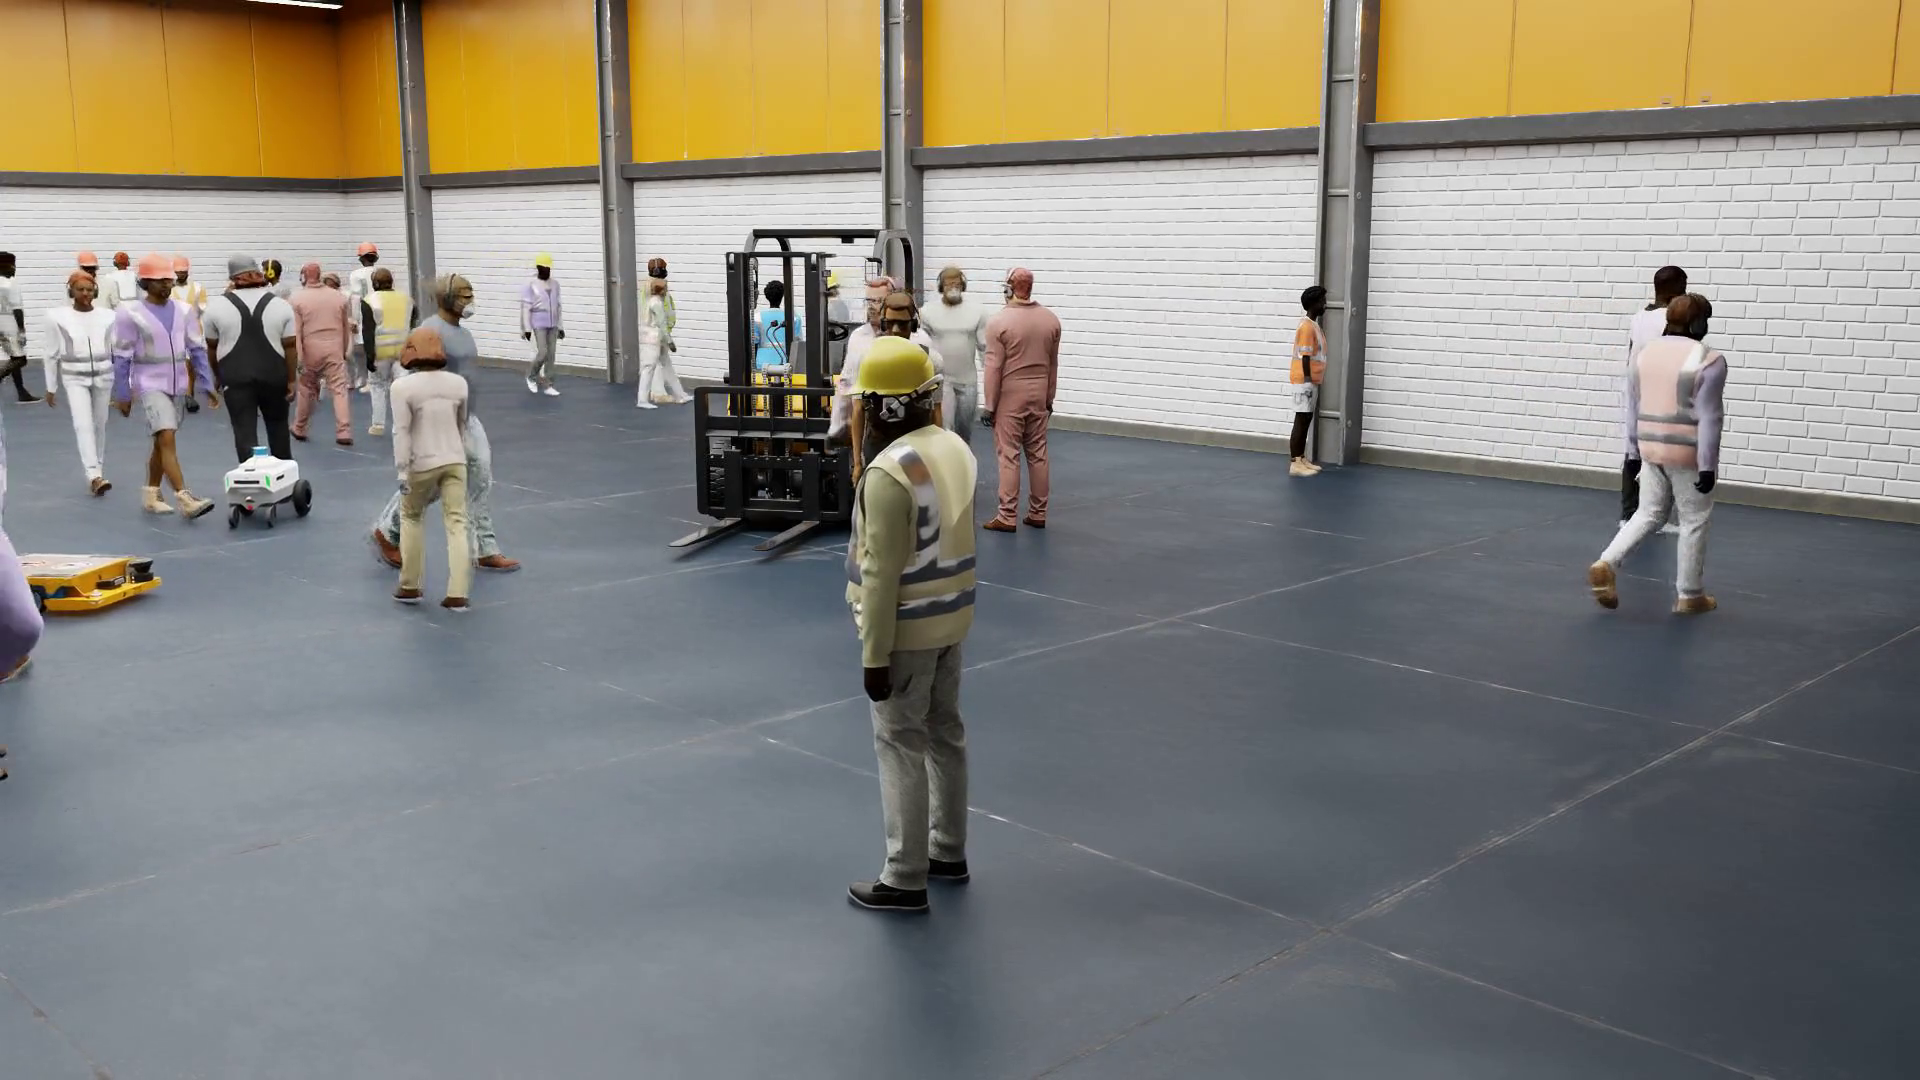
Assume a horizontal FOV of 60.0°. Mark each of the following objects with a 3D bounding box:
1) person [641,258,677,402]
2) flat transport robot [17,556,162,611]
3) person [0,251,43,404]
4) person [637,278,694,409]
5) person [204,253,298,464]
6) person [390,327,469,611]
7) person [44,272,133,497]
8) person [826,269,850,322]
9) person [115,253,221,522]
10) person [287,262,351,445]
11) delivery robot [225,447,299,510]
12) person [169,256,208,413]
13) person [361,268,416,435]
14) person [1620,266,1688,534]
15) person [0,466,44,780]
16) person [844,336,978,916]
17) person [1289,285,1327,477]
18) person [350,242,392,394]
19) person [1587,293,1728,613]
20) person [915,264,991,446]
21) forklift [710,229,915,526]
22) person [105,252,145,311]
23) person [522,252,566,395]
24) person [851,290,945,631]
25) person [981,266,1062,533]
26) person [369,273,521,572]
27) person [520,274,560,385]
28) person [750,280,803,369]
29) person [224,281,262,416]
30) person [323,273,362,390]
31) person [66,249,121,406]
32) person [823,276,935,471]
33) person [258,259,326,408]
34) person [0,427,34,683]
[{"bbox_3d":[-3.859,-2.689,21.351,0.429,1.844,0.627,-3,11,-18],"label":"person"},{"bbox_3d":[-5.518,0.236,9.687,1.431,0.197,0.652,1,10,5],"label":"flat transport robot"},{"bbox_3d":[-11.985,-2.649,20.870,0.609,1.937,0.737,6,12,30],"label":"person"},{"bbox_3d":[-3.618,-2.412,20.477,0.807,1.605,0.518,-2,11,-12],"label":"person"},{"bbox_3d":[-5.781,-1.367,13.596,0.687,2.000,0.959,-5,12,-25],"label":"person"},{"bbox_3d":[-3.063,-0.410,9.550,0.495,1.604,0.691,-9,14,-41],"label":"person"},{"bbox_3d":[-7.188,-1.290,13.755,0.615,1.825,0.999,-9,14,-42],"label":"person"},{"bbox_3d":[-1.274,-1.847,16.898,0.902,1.796,0.604,5,11,24],"label":"person"},{"bbox_3d":[-5.914,-1.138,12.469,1.017,1.988,0.622,6,12,28],"label":"person"},{"bbox_3d":[-6.583,-1.908,17.071,0.663,1.854,1.004,-9,14,-40],"label":"person"},{"bbox_3d":[-5.204,-0.453,12.410,0.477,0.478,0.707,-1,10,-4],"label":"delivery robot"},{"bbox_3d":[-9.400,-2.503,20.220,0.565,1.883,0.984,-7,13,-34],"label":"person"},{"bbox_3d":[-5.990,-1.973,17.587,0.878,1.802,0.643,10,14,42],"label":"person"},{"bbox_3d":[5.001,-1.008,11.990,0.394,1.915,0.587,-1,10,-7],"label":"person"},{"bbox_3d":[-3.899,0.019,6.459,0.445,1.884,0.666,1,10,7],"label":"person"},{"bbox_3d":[-0.163,0.272,5.268,0.403,1.825,0.596,5,12,26],"label":"person"},{"bbox_3d":[3.099,-1.413,14.812,0.320,1.694,0.531,4,11,19],"label":"person"},{"bbox_3d":[-7.956,-2.997,22.477,0.378,2.041,0.616,8,13,38],"label":"person"},{"bbox_3d":[3.952,-0.468,9.308,0.770,1.821,0.631,-5,11,-24],"label":"person"},{"bbox_3d":[-0.061,-1.311,13.690,0.641,1.911,0.916,-1,10,-8],"label":"person"},{"bbox_3d":[-1.050,-1.319,12.920,1.214,2.155,2.313,2,11,13],"label":"forklift"},{"bbox_3d":[-12.559,-3.390,25.059,0.340,1.882,0.586,10,14,43],"label":"person"},{"bbox_3d":[-5.543,-2.876,22.196,0.421,1.913,0.585,7,13,35],"label":"person"},{"bbox_3d":[-0.333,-0.416,8.958,0.506,1.842,0.346,1,10,3],"label":"person"},{"bbox_3d":[0.415,-1.010,12.007,0.643,1.912,0.410,-7,13,-35],"label":"person"},{"bbox_3d":[-3.297,-0.731,10.522,0.927,1.906,0.638,2,11,12],"label":"person"},{"bbox_3d":[-6.005,-3.012,23.791,0.516,1.583,0.852,-9,14,-40],"label":"person"},{"bbox_3d":[-1.792,-1.681,16.249,0.533,1.696,0.322,-1,10,-4],"label":"person"},{"bbox_3d":[-8.417,-2.237,19.454,0.279,1.633,0.499,1,10,5],"label":"person"},{"bbox_3d":[-8.507,-2.856,22.841,0.538,1.614,0.402,1,10,7],"label":"person"},{"bbox_3d":[-10.950,-2.688,21.039,0.619,1.961,0.879,-10,14,-42],"label":"person"},{"bbox_3d":[-0.527,-0.633,10.015,0.683,1.884,0.657,-10,14,-43],"label":"person"},{"bbox_3d":[-8.328,-2.546,20.564,0.742,1.845,0.514,0,10,-2],"label":"person"},{"bbox_3d":[-4.761,-0.254,7.911,0.652,1.924,0.382,6,12,29],"label":"person"}]
